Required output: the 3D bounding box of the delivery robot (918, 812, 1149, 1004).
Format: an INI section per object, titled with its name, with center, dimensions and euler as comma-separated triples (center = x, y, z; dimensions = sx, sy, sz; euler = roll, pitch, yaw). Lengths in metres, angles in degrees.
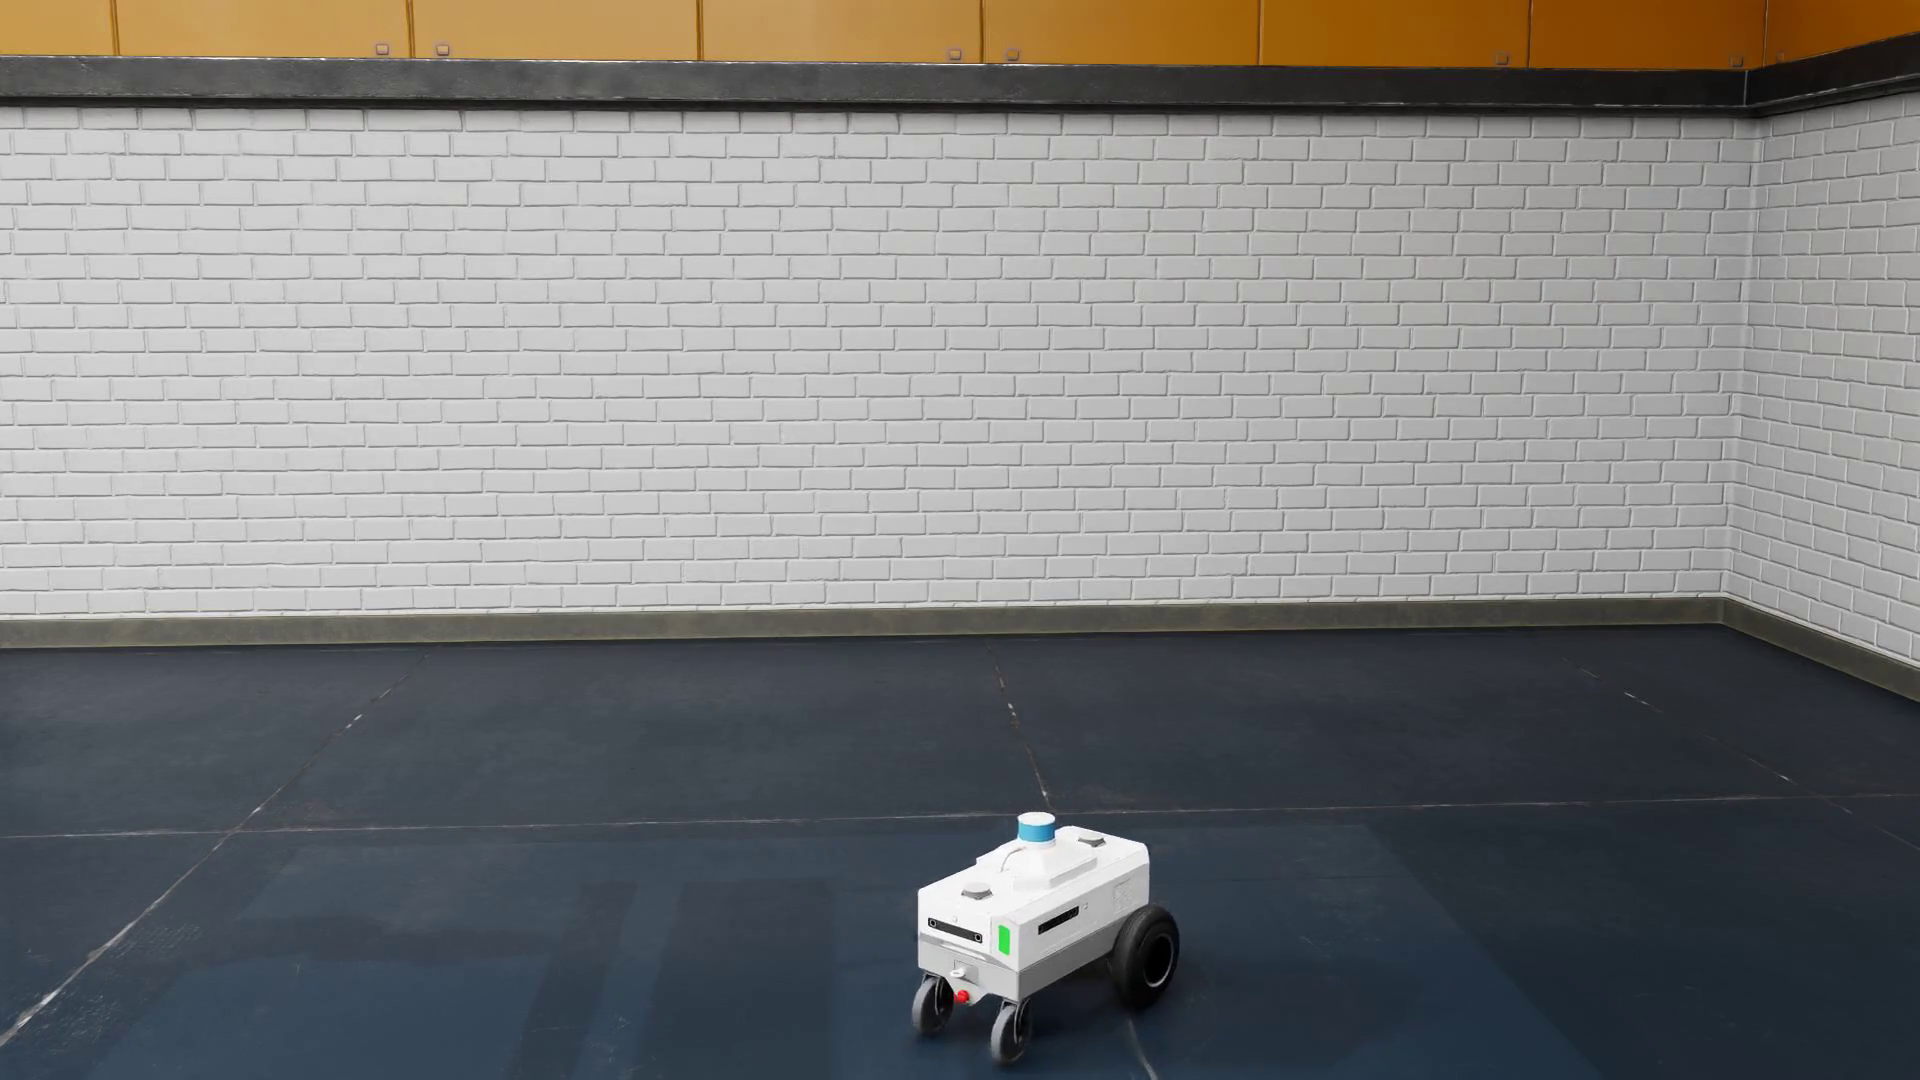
[delivery robot]
center = 0.206, 0.986, 4.524
dimensions = 0.477, 0.478, 0.707
euler = 7, 12, 39
